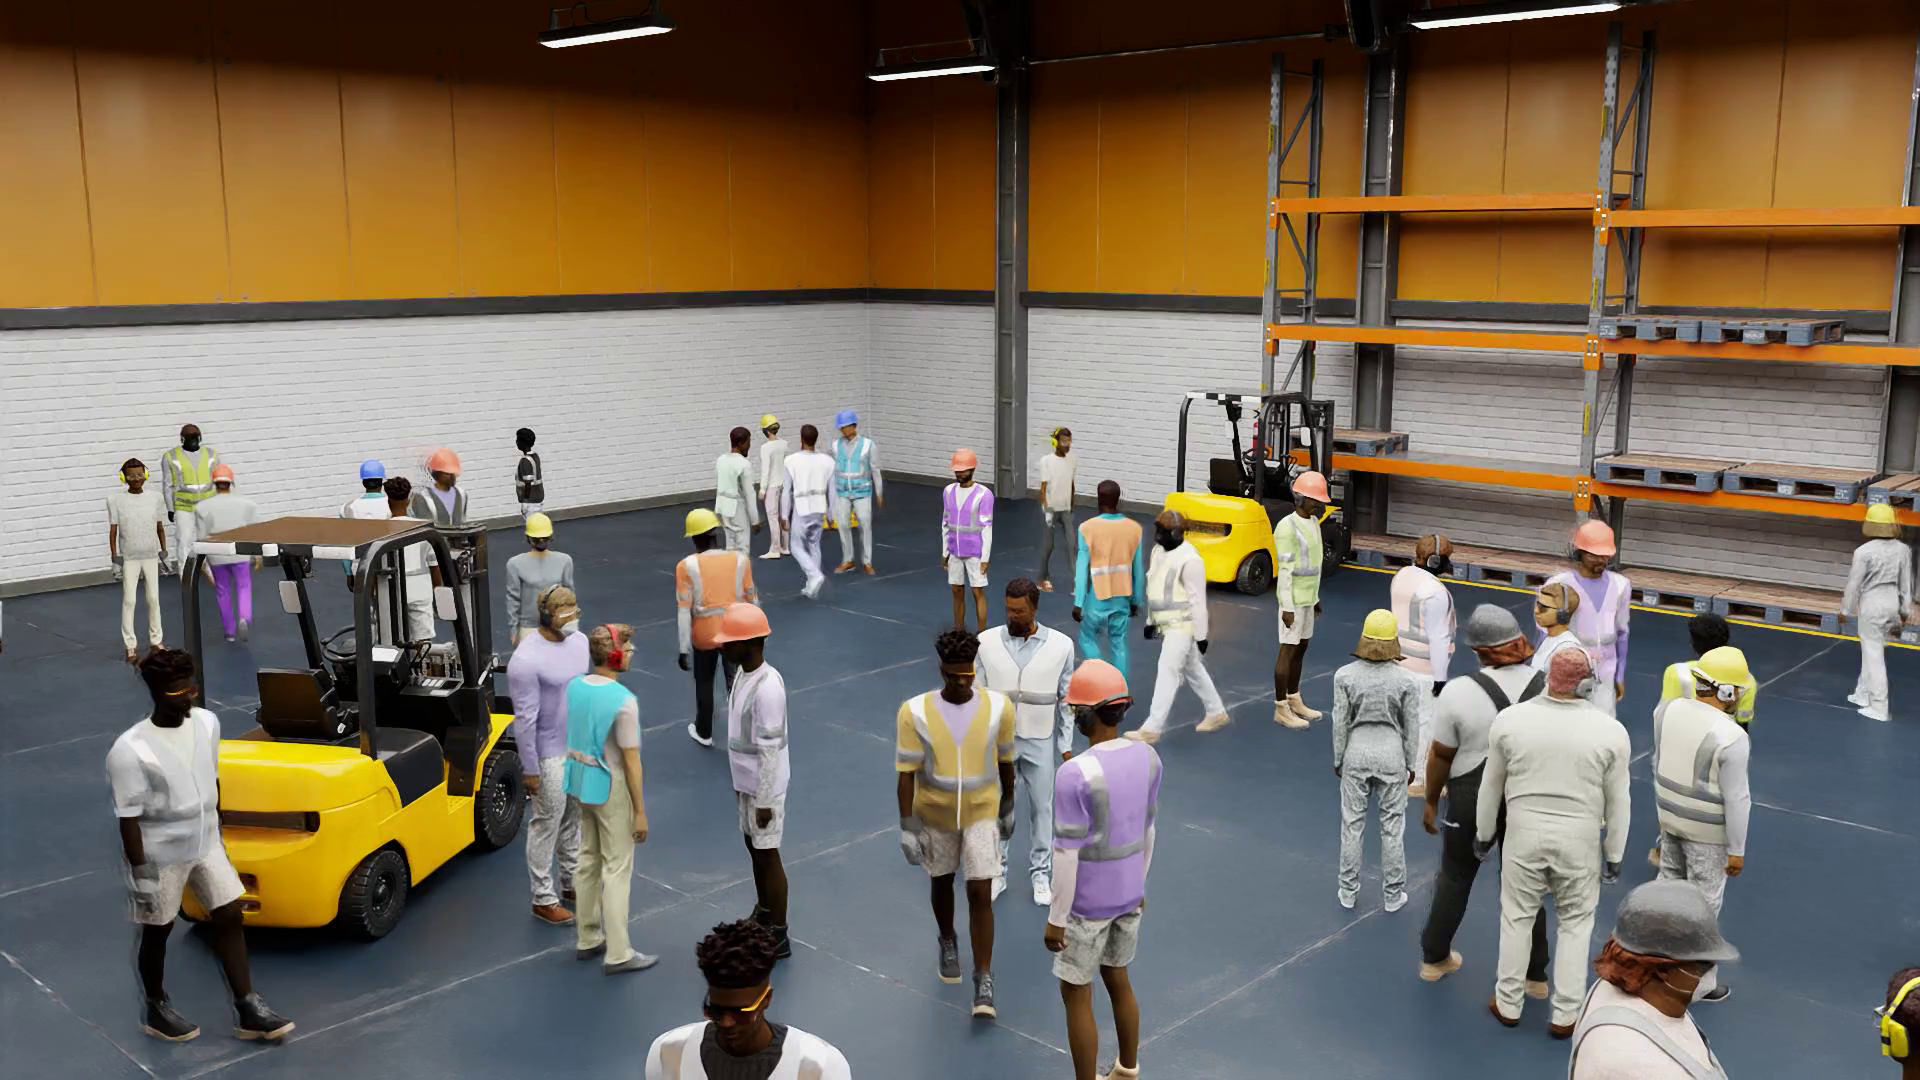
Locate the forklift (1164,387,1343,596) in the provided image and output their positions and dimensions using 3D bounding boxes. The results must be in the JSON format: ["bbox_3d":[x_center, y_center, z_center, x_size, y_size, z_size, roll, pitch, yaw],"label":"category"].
[{"bbox_3d":[3.298,-0.608,18.767,1.214,2.155,2.313,9,13,42],"label":"forklift"}]

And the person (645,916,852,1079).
[{"bbox_3d":[-0.593,1.986,4.689,0.603,1.957,0.385,2,10,10],"label":"person"}]

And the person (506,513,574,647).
[{"bbox_3d":[-3.204,0.661,12.765,0.533,1.767,0.326,-5,11,-28],"label":"person"}]

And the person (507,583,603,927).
[{"bbox_3d":[-2.253,1.187,9.313,0.379,1.931,0.635,4,11,23],"label":"person"}]

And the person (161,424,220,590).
[{"bbox_3d":[-8.464,-0.364,18.419,0.635,1.841,0.429,-8,13,-38],"label":"person"}]

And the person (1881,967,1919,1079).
[{"bbox_3d":[2.541,2.067,4.503,0.510,1.861,0.324,-2,10,-11],"label":"person"}]

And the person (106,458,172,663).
[{"bbox_3d":[-7.501,0.174,15.233,0.521,1.874,0.327,-9,13,-42],"label":"person"}]

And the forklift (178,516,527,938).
[{"bbox_3d":[-3.583,0.976,9.748,1.214,2.155,2.313,2,10,11],"label":"forklift"}]

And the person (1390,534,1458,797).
[{"bbox_3d":[3.188,0.861,11.455,0.429,1.830,0.635,-2,10,-12],"label":"person"}]

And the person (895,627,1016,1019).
[{"bbox_3d":[-0.014,1.383,8.234,0.617,1.909,0.970,-1,10,-3],"label":"person"}]

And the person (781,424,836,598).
[{"bbox_3d":[-1.602,-0.288,17.774,0.615,1.898,0.585,-6,11,-29],"label":"person"}]

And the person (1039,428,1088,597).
[{"bbox_3d":[1.091,-0.305,18.073,0.526,1.832,0.776,-5,11,-26],"label":"person"}]

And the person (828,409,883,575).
[{"bbox_3d":[-1.222,-0.546,19.164,0.652,1.936,0.408,2,10,12],"label":"person"}]

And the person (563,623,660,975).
[{"bbox_3d":[-1.853,1.341,8.673,0.372,1.843,0.579,-10,14,-44],"label":"person"}]

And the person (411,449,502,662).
[{"bbox_3d":[-4.611,0.169,14.956,1.026,1.983,0.600,7,12,36],"label":"person"}]

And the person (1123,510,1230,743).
[{"bbox_3d":[1.707,0.646,12.772,0.930,1.808,0.626,-3,10,-15],"label":"person"}]

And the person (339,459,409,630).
[{"bbox_3d":[-5.084,0.263,14.547,0.605,1.939,0.415,-1,10,-5],"label":"person"}]

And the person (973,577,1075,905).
[{"bbox_3d":[0.359,1.145,9.574,0.597,1.916,0.372,1,10,7],"label":"person"}]

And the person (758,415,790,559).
[{"bbox_3d":[-2.274,-0.644,20.216,0.328,1.761,0.523,5,11,28],"label":"person"}]

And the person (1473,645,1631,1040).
[{"bbox_3d":[2.841,1.437,7.995,0.685,1.898,0.396,4,11,23],"label":"person"}]

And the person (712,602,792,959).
[{"bbox_3d":[-1.099,1.275,8.802,0.387,1.930,0.544,-4,11,-21],"label":"person"}]

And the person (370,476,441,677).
[{"bbox_3d":[-4.457,0.465,13.343,0.607,1.955,0.380,-5,11,-26],"label":"person"}]

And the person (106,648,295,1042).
[{"bbox_3d":[-3.548,1.454,7.752,0.892,1.932,0.640,5,11,24],"label":"person"}]

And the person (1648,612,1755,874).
[{"bbox_3d":[4.325,1.235,9.753,0.572,1.680,0.640,2,10,12],"label":"person"}]

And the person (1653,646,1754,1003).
[{"bbox_3d":[3.705,1.419,8.315,0.403,1.817,0.601,-3,10,-17],"label":"person"}]

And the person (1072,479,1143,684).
[{"bbox_3d":[1.195,0.467,13.452,0.649,1.907,0.437,-5,11,-25],"label":"person"}]

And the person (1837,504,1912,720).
[{"bbox_3d":[7.345,0.555,13.457,0.499,1.716,0.707,-2,10,-12],"label":"person"}]

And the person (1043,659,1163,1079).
[{"bbox_3d":[0.590,1.515,7.165,0.409,2.029,0.615,10,14,43],"label":"person"}]

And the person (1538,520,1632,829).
[{"bbox_3d":[4.094,0.842,11.039,0.614,2.019,0.783,-1,10,-8],"label":"person"}]

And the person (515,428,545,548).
[{"bbox_3d":[-4.999,-0.458,19.331,0.318,1.695,0.540,0,10,-2],"label":"person"}]

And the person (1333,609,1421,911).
[{"bbox_3d":[2.364,1.250,9.478,0.485,1.744,0.295,3,10,17],"label":"person"}]

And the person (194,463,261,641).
[{"bbox_3d":[-6.957,0.138,15.835,0.568,1.732,0.628,-4,11,-24],"label":"person"}]

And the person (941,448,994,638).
[{"bbox_3d":[0.054,0.106,15.455,0.545,1.930,0.385,7,12,34],"label":"person"}]

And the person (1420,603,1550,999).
[{"bbox_3d":[2.707,1.290,8.401,0.720,2.000,0.544,1,10,4],"label":"person"}]

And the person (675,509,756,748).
[{"bbox_3d":[-1.813,0.693,12.275,0.645,1.862,0.956,-5,11,-24],"label":"person"}]

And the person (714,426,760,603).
[{"bbox_3d":[-2.345,-0.253,17.596,0.453,1.907,0.600,-7,12,-35],"label":"person"}]

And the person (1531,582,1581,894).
[{"bbox_3d":[3.449,1.152,9.741,0.340,1.846,0.513,2,10,10],"label":"person"}]

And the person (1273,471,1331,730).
[{"bbox_3d":[2.703,0.466,13.116,0.389,2.034,0.605,7,12,33],"label":"person"}]

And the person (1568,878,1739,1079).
[{"bbox_3d":[1.984,1.936,4.721,0.538,2.000,0.684,3,11,19],"label":"person"}]
